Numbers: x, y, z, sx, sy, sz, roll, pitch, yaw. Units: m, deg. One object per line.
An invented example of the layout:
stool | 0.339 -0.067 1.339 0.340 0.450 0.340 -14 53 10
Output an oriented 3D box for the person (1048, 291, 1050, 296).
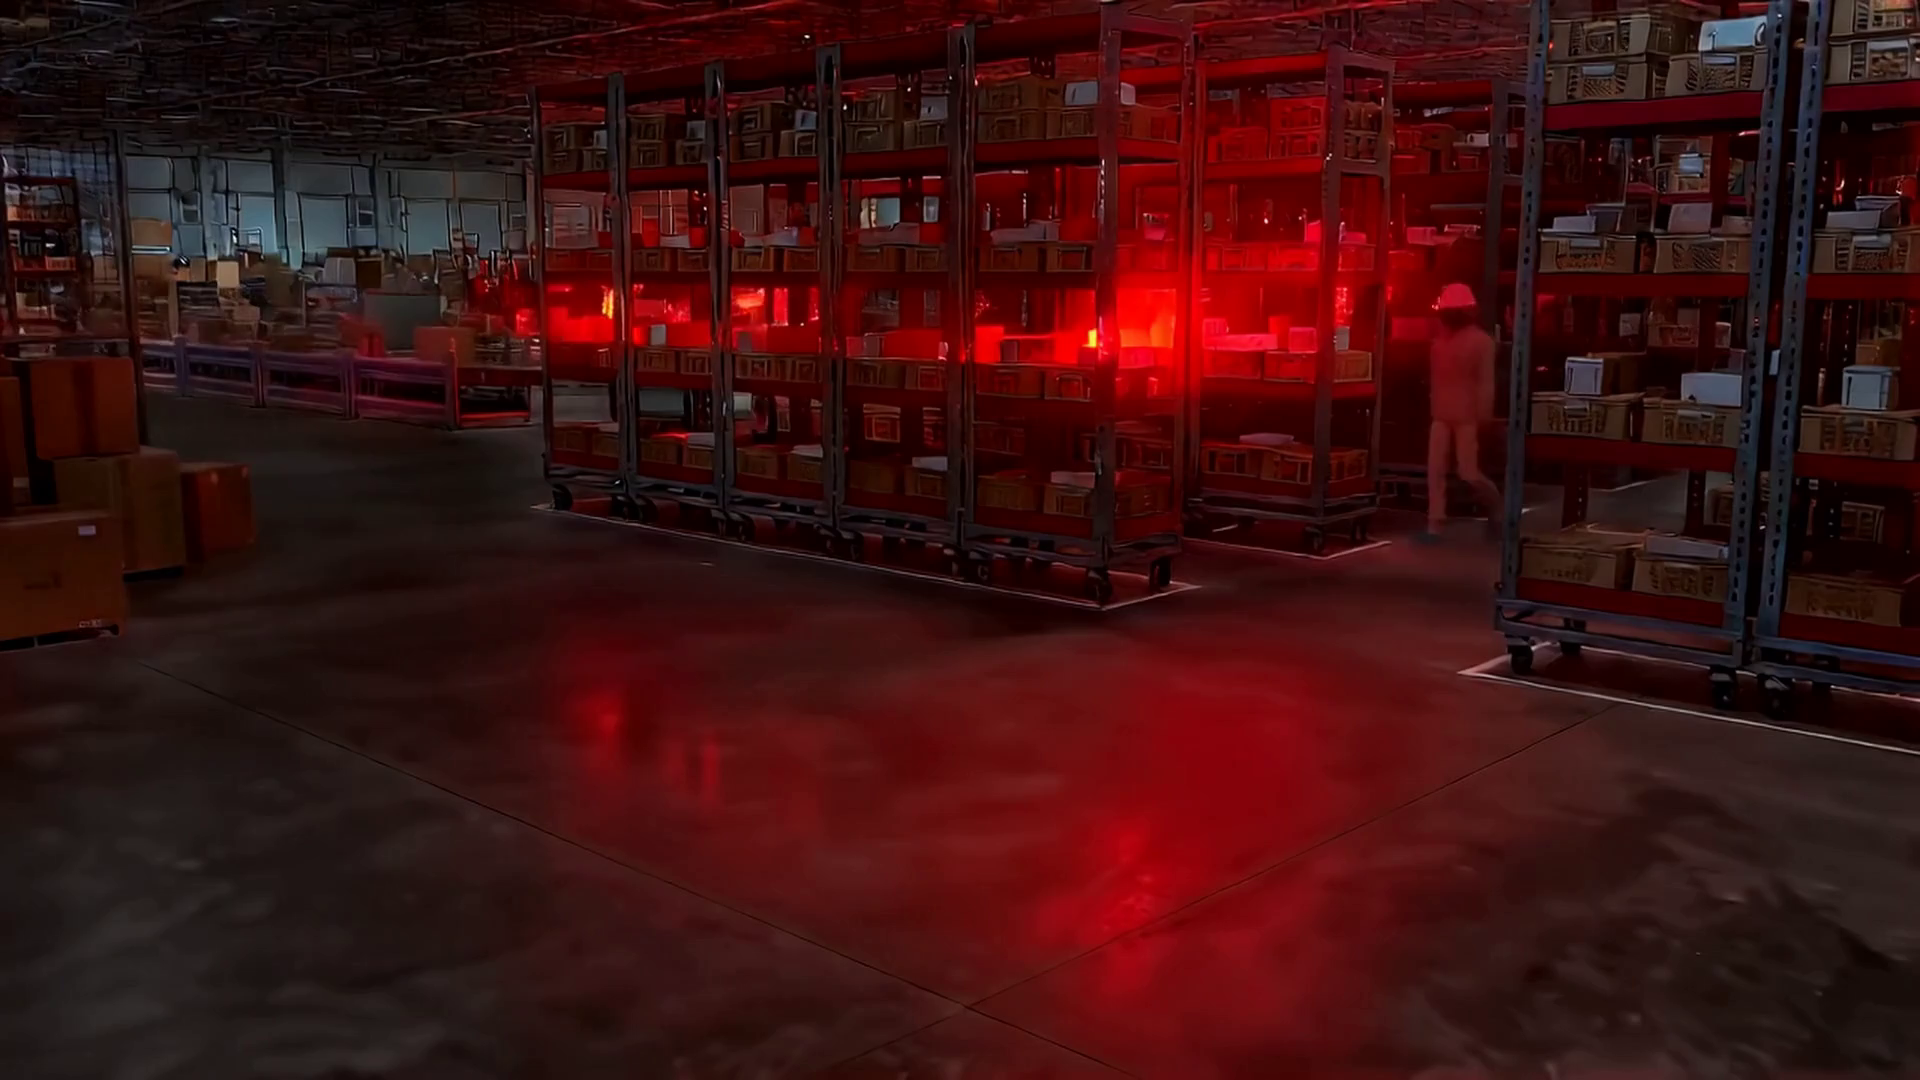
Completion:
person | 3.004 -7.956 56.159 0.327 1.760 0.523 2 9 10

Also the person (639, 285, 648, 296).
person | -12.833 -9.880 67.521 0.485 1.896 0.613 -2 9 -9

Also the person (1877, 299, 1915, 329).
person | 10.199 -1.854 17.931 0.631 2.042 0.426 7 12 38

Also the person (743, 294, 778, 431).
person | -2.562 -2.257 21.234 0.402 1.751 0.543 -6 11 -34

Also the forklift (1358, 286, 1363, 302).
forklift | 11.100 -7.017 46.970 1.873 2.768 1.129 9 13 43

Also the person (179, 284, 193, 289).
person | -36.819 -11.755 79.117 0.591 1.865 0.597 -3 10 -18

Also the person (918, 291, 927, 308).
person | -1.034 -5.627 41.708 0.403 1.817 0.602 -4 10 -23

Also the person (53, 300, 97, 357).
person | -8.335 -1.352 15.606 0.639 1.775 0.977 7 12 38

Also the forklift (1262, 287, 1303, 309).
forklift | 10.769 -8.203 54.240 1.129 2.768 1.873 8 12 42

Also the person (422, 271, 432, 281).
person | -27.453 -12.894 85.879 0.602 1.939 0.397 3 10 18

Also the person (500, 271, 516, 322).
person | -15.999 -8.478 58.698 0.645 1.987 0.942 -9 13 -43

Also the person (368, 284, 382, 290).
person | -19.154 -7.782 54.511 0.620 1.958 0.981 3 10 17

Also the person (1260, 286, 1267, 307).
person | 10.079 -7.921 56.097 0.538 1.736 0.882 6 11 33

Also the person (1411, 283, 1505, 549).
person | 3.746 -0.918 12.354 0.770 1.971 0.625 -6 11 -31

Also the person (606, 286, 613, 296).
person | -13.435 -9.209 64.025 0.318 1.697 0.536 -9 13 -43

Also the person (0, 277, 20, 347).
person | -25.402 -6.029 44.001 0.549 1.885 1.025 6 11 35

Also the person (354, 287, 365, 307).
person | -21.849 -8.697 60.251 0.881 1.903 0.561 -8 12 -41

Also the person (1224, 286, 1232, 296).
person | 7.640 -6.720 48.206 0.652 1.881 0.562 -4 10 -25
